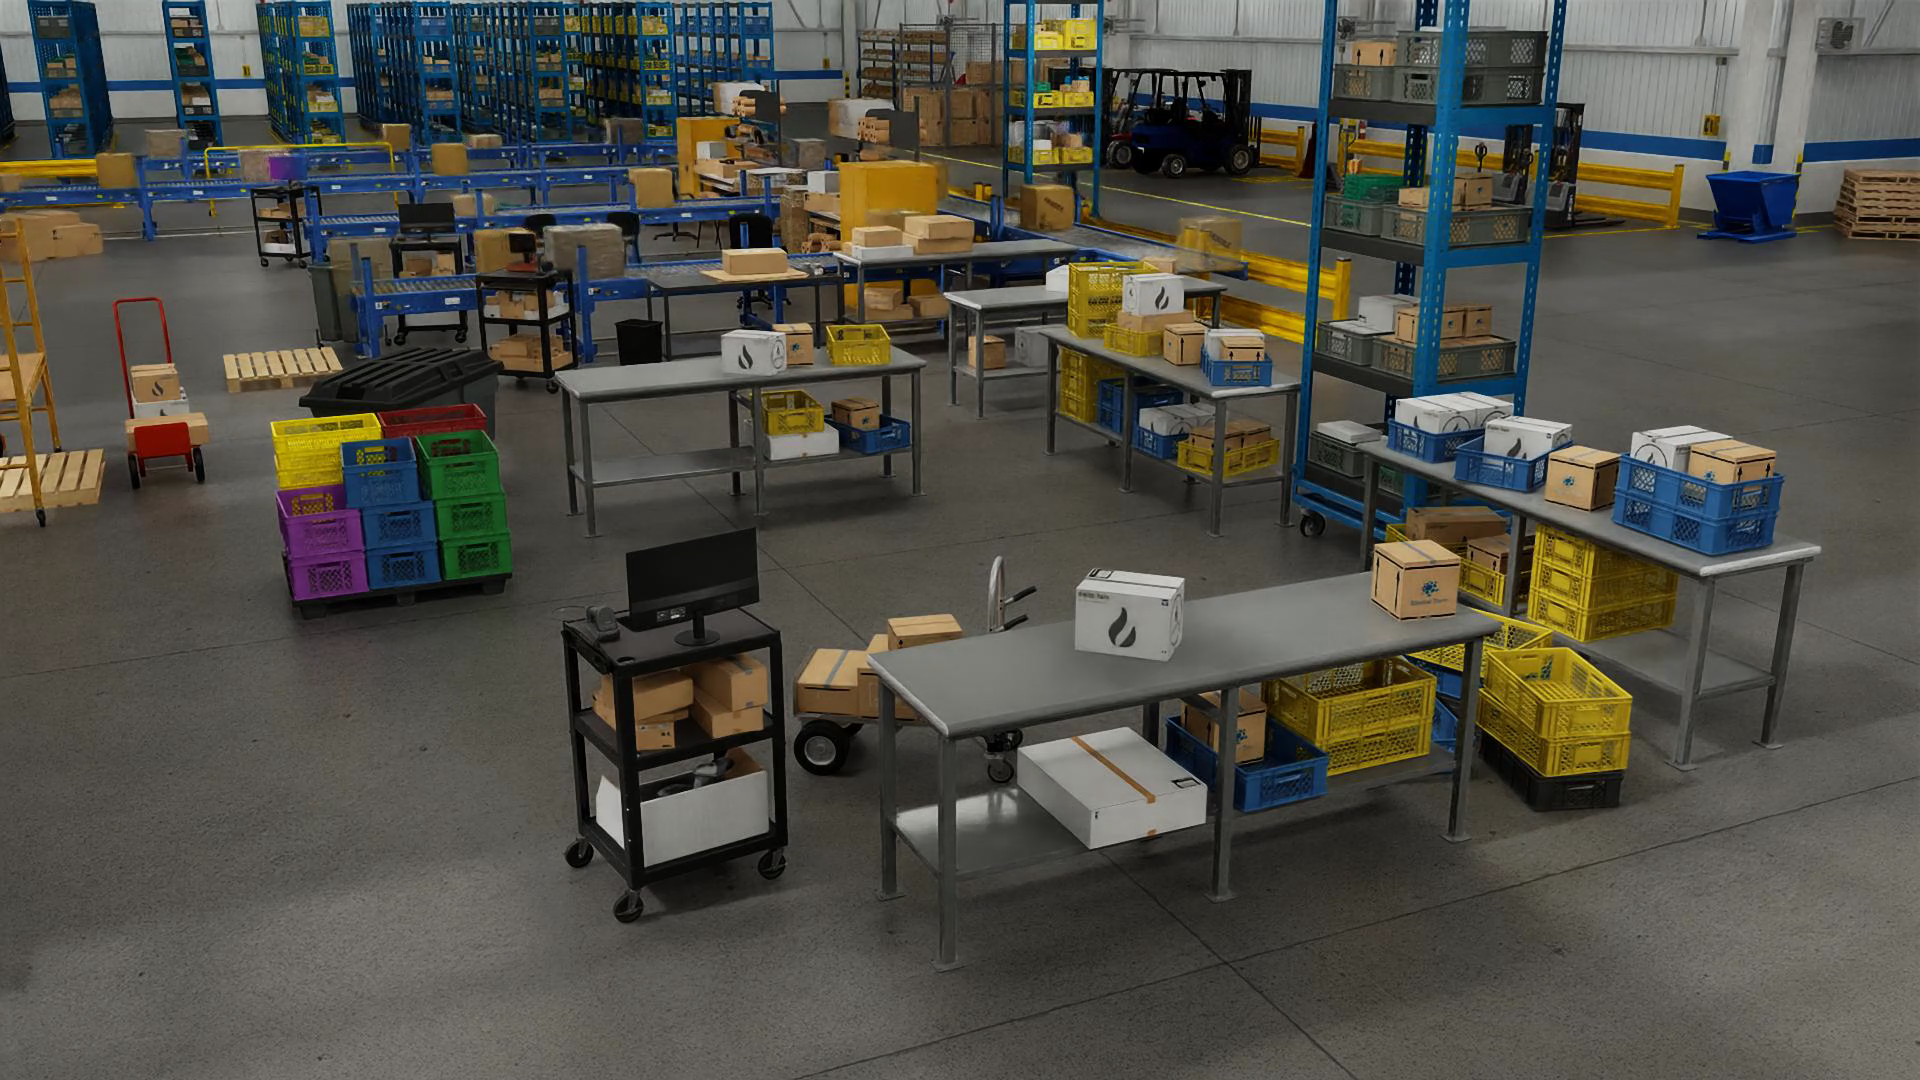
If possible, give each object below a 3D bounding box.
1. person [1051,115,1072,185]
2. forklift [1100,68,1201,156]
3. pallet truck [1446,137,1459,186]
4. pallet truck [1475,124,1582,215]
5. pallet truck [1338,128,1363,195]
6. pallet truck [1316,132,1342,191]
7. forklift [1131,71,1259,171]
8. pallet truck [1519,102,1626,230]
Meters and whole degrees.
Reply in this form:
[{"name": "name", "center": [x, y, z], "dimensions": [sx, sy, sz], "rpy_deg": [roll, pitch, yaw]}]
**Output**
[{"name": "person", "center": [1.719, -6.096, 26.921], "dimensions": [0.596, 2.025, 0.624], "rpy_deg": [6, 19, 18]}, {"name": "forklift", "center": [4.082, -9.564, 37.410], "dimensions": [2.680, 1.987, 1.157], "rpy_deg": [-8, 19, -23]}, {"name": "pallet truck", "center": [9.184, -6.485, 29.328], "dimensions": [1.630, 1.274, 0.653], "rpy_deg": [-8, 19, -23]}, {"name": "pallet truck", "center": [9.707, -6.455, 28.103], "dimensions": [1.885, 1.965, 0.823], "rpy_deg": [-7, 19, -20]}, {"name": "pallet truck", "center": [7.845, -7.140, 31.411], "dimensions": [1.522, 1.261, 0.704], "rpy_deg": [-9, 20, -25]}, {"name": "pallet truck", "center": [7.723, -7.504, 32.656], "dimensions": [1.601, 1.201, 0.680], "rpy_deg": [-8, 19, -23]}, {"name": "forklift", "center": [4.998, -8.936, 35.413], "dimensions": [2.680, 1.987, 1.157], "rpy_deg": [-9, 20, -25]}, {"name": "pallet truck", "center": [9.972, -6.037, 26.785], "dimensions": [1.885, 1.965, 0.823], "rpy_deg": [-9, 20, -25]}]
